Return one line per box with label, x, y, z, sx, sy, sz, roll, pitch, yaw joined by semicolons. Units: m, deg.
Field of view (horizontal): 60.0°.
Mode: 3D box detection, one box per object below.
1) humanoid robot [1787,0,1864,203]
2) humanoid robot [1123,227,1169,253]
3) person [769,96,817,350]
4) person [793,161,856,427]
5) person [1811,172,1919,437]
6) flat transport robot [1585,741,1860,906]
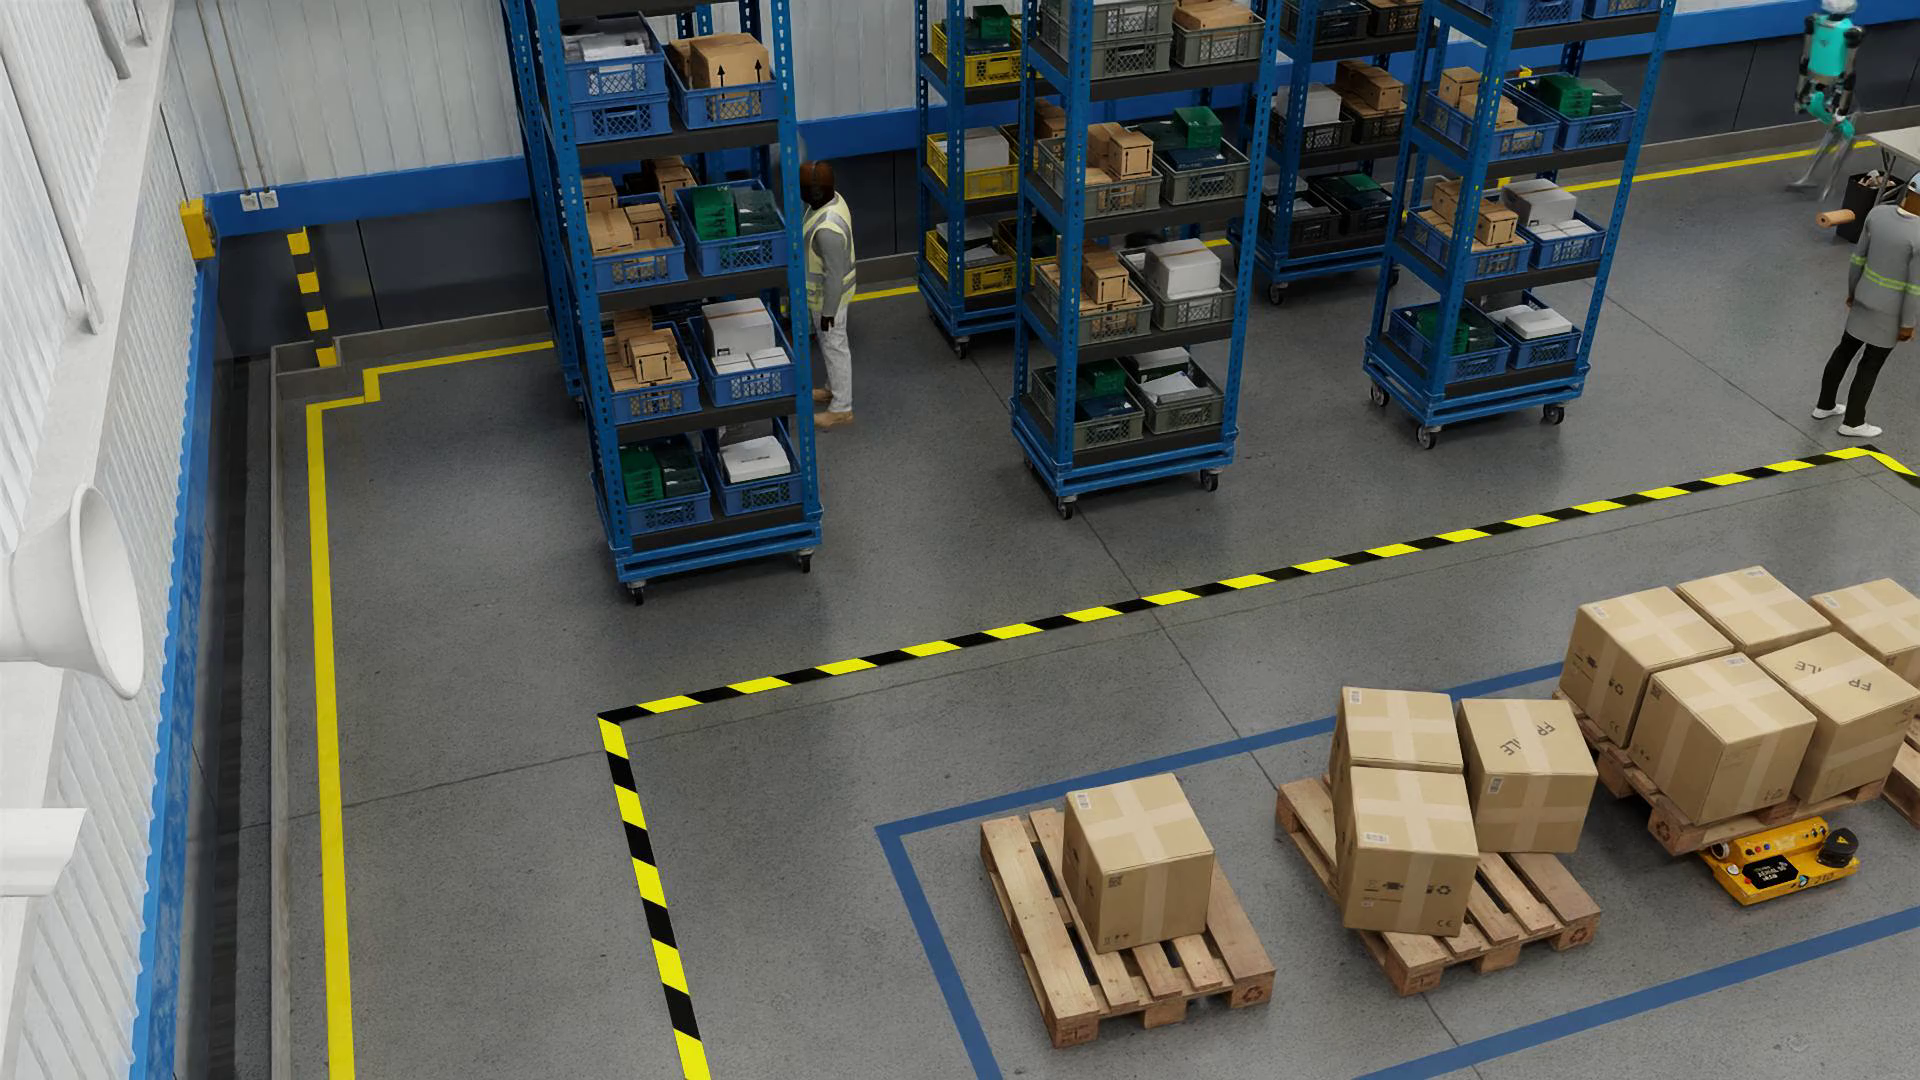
humanoid robot;7.409;-3.735;14.085;0.834;1.775;0.562;-16;38;-22
humanoid robot;1.175;-1.588;11.087;0.497;1.643;0.589;-4;35;-5
person;-1.234;-2.284;11.847;0.373;1.938;0.627;-10;36;-14
person;-0.896;-1.628;11.000;0.429;1.839;0.632;-3;35;-5
person;6.048;-1.547;10.879;0.393;1.848;0.586;-10;36;-14
flat transport robot;3.738;1.188;8.347;0.652;0.197;1.431;-11;37;-15
